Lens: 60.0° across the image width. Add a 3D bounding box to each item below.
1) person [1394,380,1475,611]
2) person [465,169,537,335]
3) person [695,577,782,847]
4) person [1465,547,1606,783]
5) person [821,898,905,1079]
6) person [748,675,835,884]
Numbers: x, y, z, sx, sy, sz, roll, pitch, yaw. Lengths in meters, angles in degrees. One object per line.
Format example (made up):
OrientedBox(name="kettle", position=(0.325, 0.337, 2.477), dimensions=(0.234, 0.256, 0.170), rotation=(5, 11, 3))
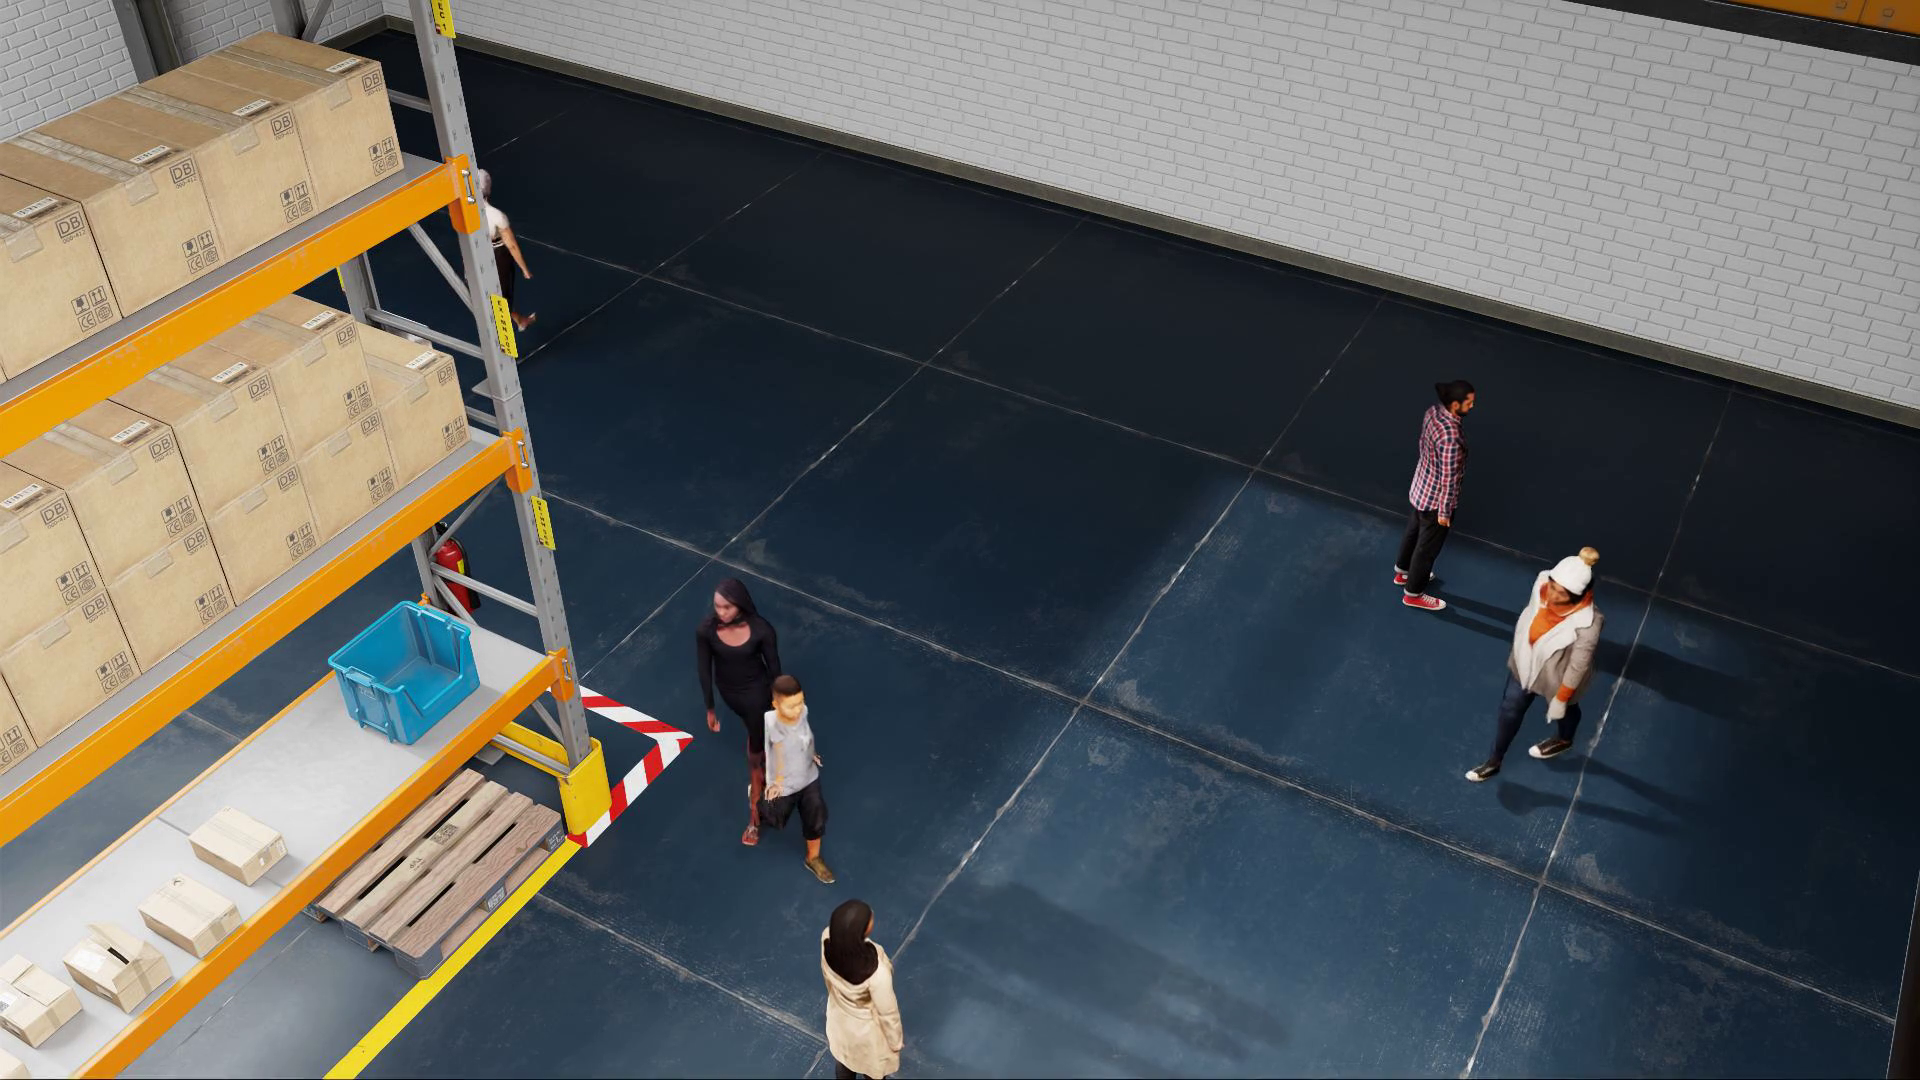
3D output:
OrientedBox(name="person", position=(3.207, -0.325, 11.226), dimensions=(0.842, 1.760, 0.730), rotation=(-2, 39, -3))
OrientedBox(name="person", position=(-3.849, -2.137, 13.529), dimensions=(0.699, 1.718, 1.062), rotation=(15, 41, 18))
OrientedBox(name="person", position=(-1.264, 0.845, 9.833), dimensions=(0.927, 1.671, 1.268), rotation=(4, 39, 5))
OrientedBox(name="person", position=(3.600, 0.679, 9.909), dimensions=(1.204, 1.835, 1.021), rotation=(-15, 41, -18))
OrientedBox(name="person", position=(-0.474, 2.306, 7.995), dimensions=(0.683, 1.682, 0.615), rotation=(32, 48, 34))
OrientedBox(name="person", position=(-1.013, 1.277, 9.485), dimensions=(0.996, 1.429, 0.902), rotation=(-25, 45, -28))
